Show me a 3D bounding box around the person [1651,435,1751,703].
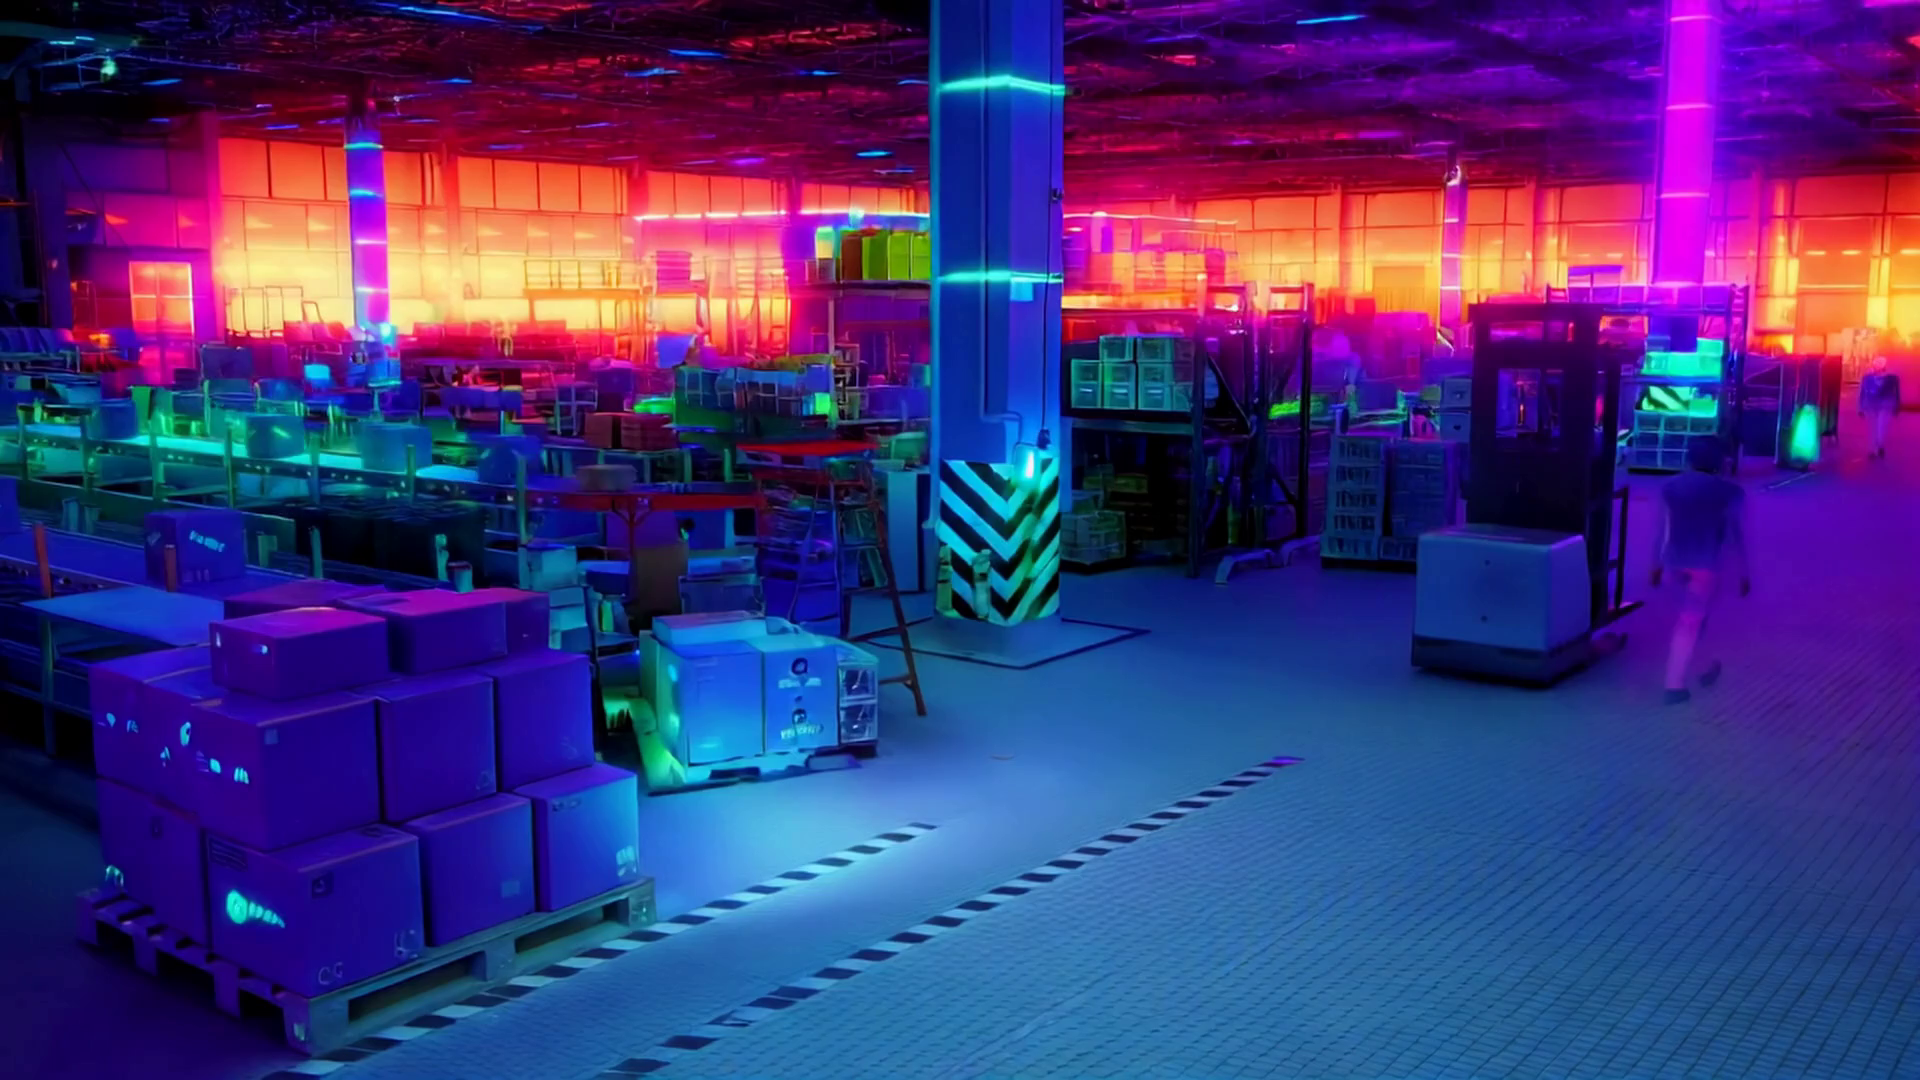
[{"bbox_3d":[5.352,0.195,11.894,0.992,1.888,0.649,-6,10,-35],"label":"person"}]

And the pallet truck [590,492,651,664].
[{"bbox_3d":[-3.115,0.344,12.883,0.653,1.274,1.630,7,11,37],"label":"pallet truck"}]

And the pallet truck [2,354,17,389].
[{"bbox_3d":[-24.881,-4.417,42.634,1.885,1.965,0.823,8,11,41],"label":"pallet truck"}]

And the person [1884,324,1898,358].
[{"bbox_3d":[35.516,-7.362,63.407,0.538,1.724,0.494,-6,11,-37],"label":"person"}]

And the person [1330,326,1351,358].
[{"bbox_3d":[11.131,-5.313,48.883,0.594,1.947,1.015,-4,10,-28],"label":"person"}]

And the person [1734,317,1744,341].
[{"bbox_3d":[31.834,-8.147,67.945,0.614,1.947,0.389,-8,12,-44],"label":"person"}]

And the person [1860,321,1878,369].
[{"bbox_3d":[34.963,-7.510,64.013,0.621,1.845,0.430,4,9,27],"label":"person"}]

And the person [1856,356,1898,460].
[{"bbox_3d":[15.855,-2.268,28.763,0.632,1.812,0.589,4,10,28],"label":"person"}]

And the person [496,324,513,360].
[{"bbox_3d":[-12.463,-4.859,45.448,0.608,2.048,0.366,6,10,35],"label":"person"}]

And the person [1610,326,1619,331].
[{"bbox_3d":[18.595,-5.162,47.513,0.682,2.000,1.039,-6,10,-36],"label":"person"}]

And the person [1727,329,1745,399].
[{"bbox_3d":[21.298,-4.812,45.509,0.551,1.933,0.373,-4,9,-27],"label":"person"}]

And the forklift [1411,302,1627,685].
[{"bbox_3d":[4.379,-0.438,12.852,1.129,2.768,1.873,7,11,37],"label":"forklift"}]

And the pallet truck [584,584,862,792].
[{"bbox_3d":[-1.426,0.805,10.019,1.601,1.201,0.680,-4,9,-26],"label":"pallet truck"}]

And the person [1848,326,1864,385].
[{"bbox_3d":[28.395,-5.840,52.673,0.310,1.865,0.535,-3,9,-20],"label":"person"}]

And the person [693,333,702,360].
[{"bbox_3d":[-10.267,-7.674,64.979,0.358,1.881,0.574,2,9,15],"label":"person"}]

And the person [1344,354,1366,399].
[{"bbox_3d":[8.162,-3.040,34.485,0.534,1.662,0.844,8,12,44],"label":"person"}]

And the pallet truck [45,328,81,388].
[{"bbox_3d":[-23.775,-4.544,43.495,1.885,1.965,0.823,6,10,35],"label":"pallet truck"}]

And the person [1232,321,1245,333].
[{"bbox_3d":[10.255,-7.152,61.449,0.582,1.886,0.801,-1,9,-8],"label":"person"}]
